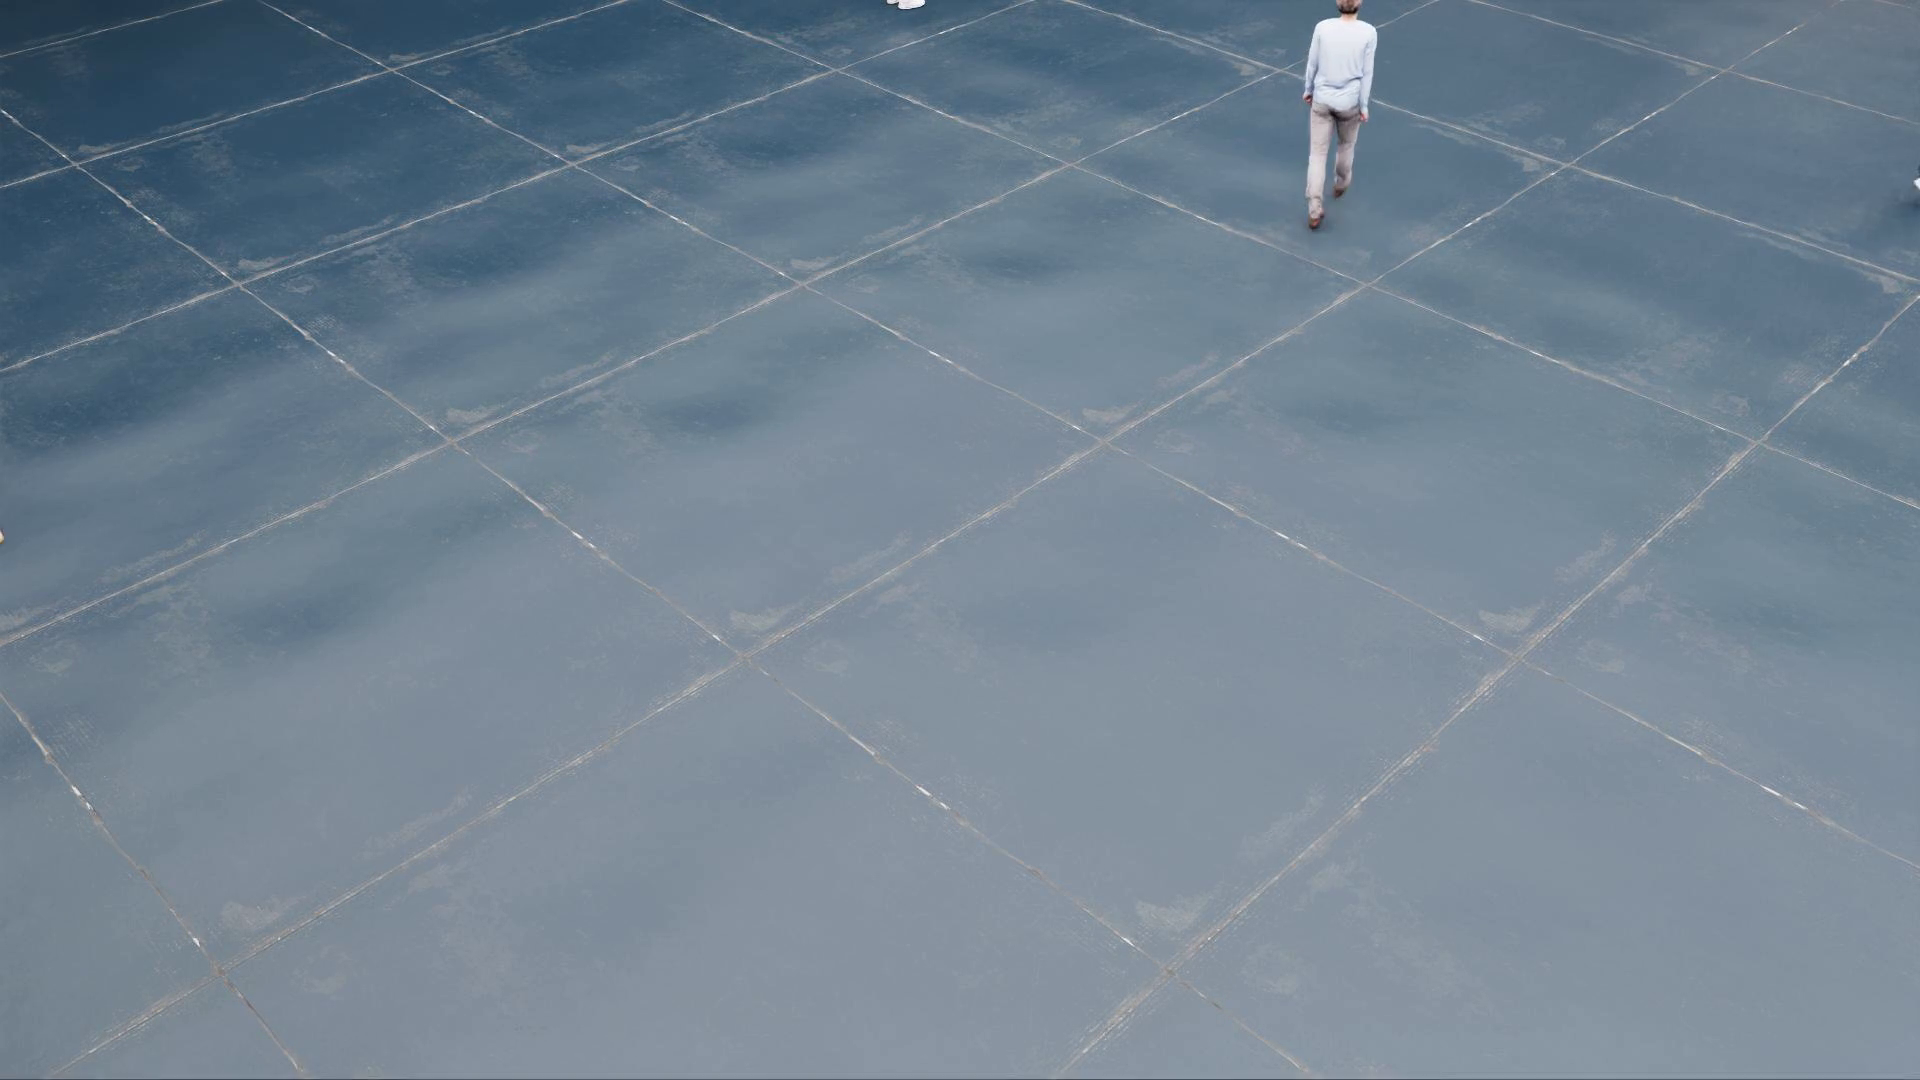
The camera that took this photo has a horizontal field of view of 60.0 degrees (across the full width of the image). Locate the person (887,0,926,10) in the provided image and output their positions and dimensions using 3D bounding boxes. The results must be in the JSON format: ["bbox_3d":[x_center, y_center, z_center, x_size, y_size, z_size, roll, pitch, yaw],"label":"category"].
[{"bbox_3d":[-0.615,-6.283,16.767,0.593,1.771,0.653,-22,42,-26],"label":"person"}]

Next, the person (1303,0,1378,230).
[{"bbox_3d":[2.869,-3.293,12.762,1.010,1.859,1.223,12,39,15],"label":"person"}]
